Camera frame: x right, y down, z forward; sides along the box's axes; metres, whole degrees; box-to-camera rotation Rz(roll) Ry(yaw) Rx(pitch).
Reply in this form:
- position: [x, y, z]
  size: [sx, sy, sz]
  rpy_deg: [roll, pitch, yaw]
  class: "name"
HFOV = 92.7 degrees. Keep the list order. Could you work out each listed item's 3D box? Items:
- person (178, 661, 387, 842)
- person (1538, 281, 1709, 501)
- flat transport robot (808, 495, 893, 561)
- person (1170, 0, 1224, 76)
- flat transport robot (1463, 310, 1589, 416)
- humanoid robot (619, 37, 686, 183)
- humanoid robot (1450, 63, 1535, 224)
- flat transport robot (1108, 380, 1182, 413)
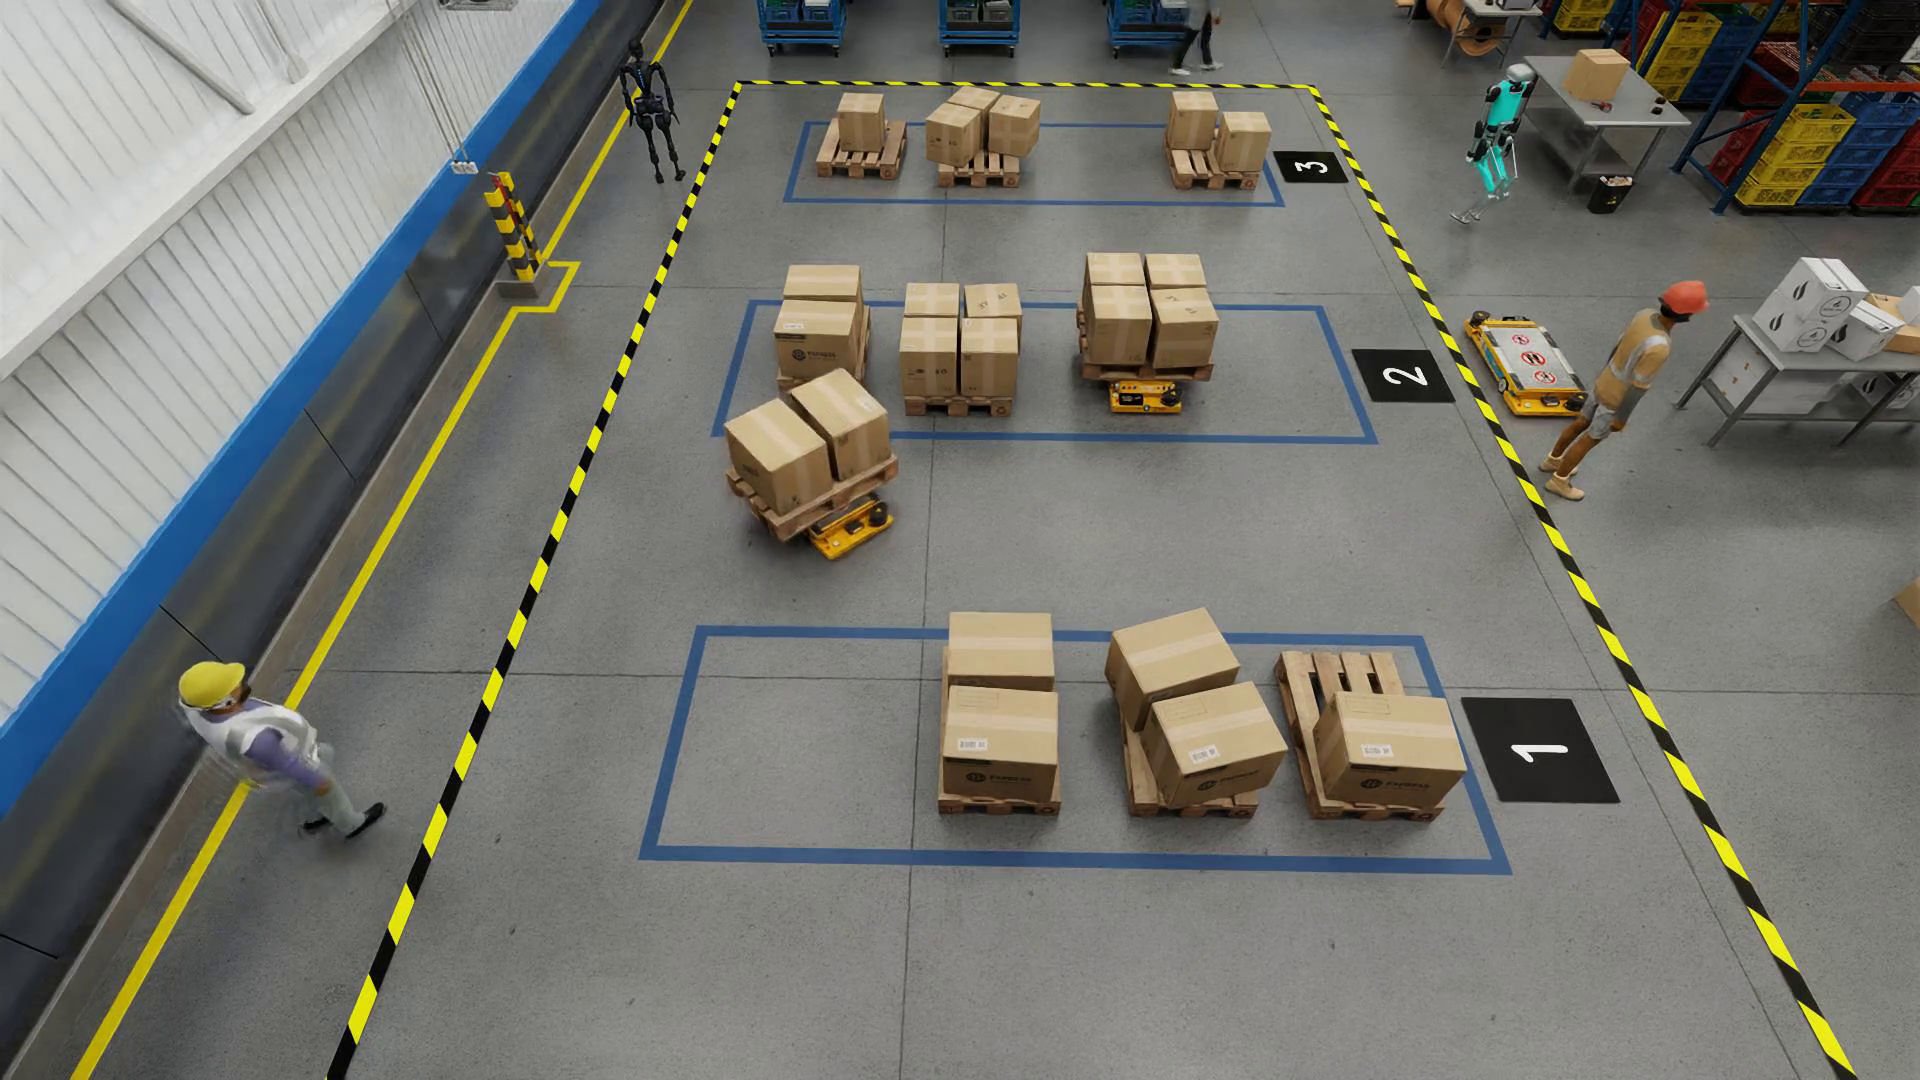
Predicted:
- position: [-3.957, 1.268, 5.404]
  size: [0.615, 1.821, 0.430]
  rpy_deg: [22, 53, 18]
  class: "person"
- position: [5.315, -1.184, 7.383]
  size: [0.359, 2.046, 0.613]
  rpy_deg: [12, 50, 10]
  class: "person"
- position: [-1.264, -0.454, 7.908]
  size: [0.652, 0.197, 1.431]
  rpy_deg: [-32, 56, -25]
  class: "flat transport robot"
- position: [3.559, -7.580, 13.072]
  size: [0.887, 1.815, 0.600]
  rpy_deg: [3, 49, 3]
  class: "person"
- position: [5.573, -1.757, 9.054]
  size: [0.659, 0.231, 1.431]
  rpy_deg: [1, 49, 1]
  class: "flat transport robot"
- position: [-3.733, -5.173, 11.071]
  size: [0.599, 1.655, 0.315]
  rpy_deg: [-7, 49, -6]
  class: "humanoid robot"
- position: [6.022, -4.309, 10.201]
  size: [0.533, 1.681, 0.735]
  rpy_deg: [-11, 50, -10]
  class: "humanoid robot"
- position: [1.773, -1.807, 9.079]
  size: [0.652, 0.197, 1.431]
  rpy_deg: [1, 49, 1]
  class: "flat transport robot"
